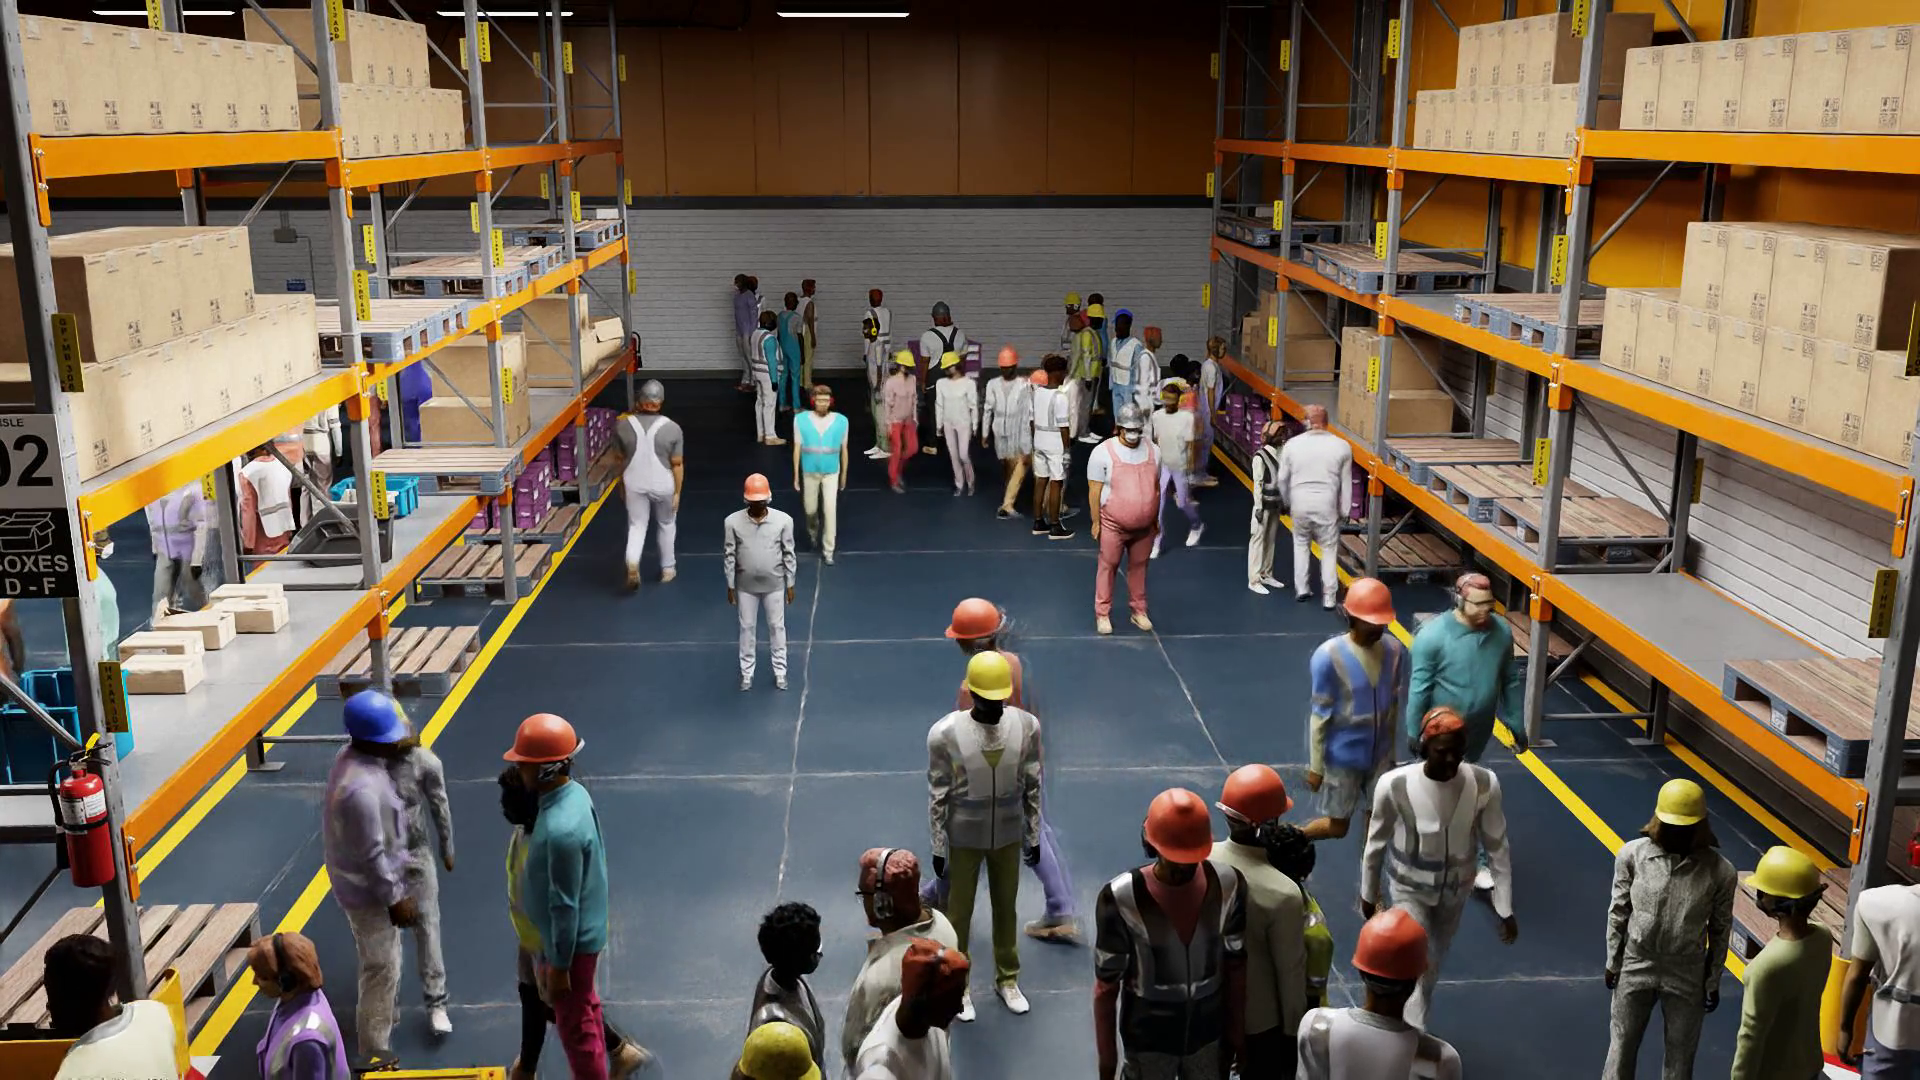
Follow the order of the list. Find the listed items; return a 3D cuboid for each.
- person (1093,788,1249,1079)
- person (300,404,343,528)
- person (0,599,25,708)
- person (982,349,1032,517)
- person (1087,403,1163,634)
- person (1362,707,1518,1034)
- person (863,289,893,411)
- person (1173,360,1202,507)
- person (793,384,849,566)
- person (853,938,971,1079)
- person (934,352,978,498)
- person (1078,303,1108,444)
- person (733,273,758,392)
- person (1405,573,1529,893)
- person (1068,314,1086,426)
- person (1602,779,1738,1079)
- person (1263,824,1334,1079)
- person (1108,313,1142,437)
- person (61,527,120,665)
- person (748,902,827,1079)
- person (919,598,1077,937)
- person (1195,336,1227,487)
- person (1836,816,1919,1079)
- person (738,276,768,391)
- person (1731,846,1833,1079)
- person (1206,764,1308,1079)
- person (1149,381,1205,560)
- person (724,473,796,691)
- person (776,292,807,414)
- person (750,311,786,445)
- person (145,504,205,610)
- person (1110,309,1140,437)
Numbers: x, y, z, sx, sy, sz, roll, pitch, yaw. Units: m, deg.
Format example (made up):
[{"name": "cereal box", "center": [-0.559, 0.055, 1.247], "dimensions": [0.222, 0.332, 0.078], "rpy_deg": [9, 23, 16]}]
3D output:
[{"name": "person", "center": [0.813, 1.887, 6.344], "dimensions": [0.611, 2.030, 0.409], "rpy_deg": [-4, 15, -14]}, {"name": "person", "center": [-6.917, -0.983, 17.835], "dimensions": [0.596, 1.912, 0.399], "rpy_deg": [-1, 14, -3]}, {"name": "person", "center": [-6.283, 0.880, 10.585], "dimensions": [0.608, 1.892, 0.790], "rpy_deg": [-8, 17, -30]}, {"name": "person", "center": [0.534, -1.234, 18.890], "dimensions": [0.560, 1.886, 0.966], "rpy_deg": [5, 15, 20]}, {"name": "person", "center": [1.472, -0.191, 14.469], "dimensions": [0.688, 2.000, 0.537], "rpy_deg": [-4, 15, -17]}, {"name": "person", "center": [2.192, 1.664, 7.586], "dimensions": [0.593, 1.839, 0.958], "rpy_deg": [-2, 14, -6]}, {"name": "person", "center": [-1.245, -2.903, 25.462], "dimensions": [0.371, 1.876, 0.569], "rpy_deg": [12, 18, 39]}, {"name": "person", "center": [2.636, -1.240, 19.268], "dimensions": [0.322, 1.699, 0.535], "rpy_deg": [0, 14, -1]}, {"name": "person", "center": [-1.406, -0.695, 16.882], "dimensions": [0.575, 1.820, 0.715], "rpy_deg": [-1, 14, -4]}, {"name": "person", "center": [-0.118, 2.172, 5.566], "dimensions": [0.792, 1.846, 0.596], "rpy_deg": [5, 15, 20]}, {"name": "person", "center": [-0.052, -1.356, 19.632], "dimensions": [0.521, 1.742, 0.401], "rpy_deg": [7, 16, 25]}, {"name": "person", "center": [1.838, -2.310, 23.011], "dimensions": [0.385, 1.925, 0.591], "rpy_deg": [4, 15, 15]}, {"name": "person", "center": [-3.508, -3.397, 27.260], "dimensions": [0.362, 1.936, 0.631], "rpy_deg": [-8, 16, -29]}, {"name": "person", "center": [3.011, 1.114, 9.684], "dimensions": [0.656, 1.857, 1.011], "rpy_deg": [-6, 15, -22]}, {"name": "person", "center": [1.708, -2.475, 24.267], "dimensions": [0.294, 1.625, 0.539], "rpy_deg": [0, 14, 2]}, {"name": "person", "center": [3.002, 1.838, 7.096], "dimensions": [0.487, 1.744, 0.296], "rpy_deg": [6, 16, 23]}, {"name": "person", "center": [1.322, 1.946, 6.778], "dimensions": [0.320, 1.694, 0.533], "rpy_deg": [-3, 15, -13]}, {"name": "person", "center": [2.171, -2.028, 21.925], "dimensions": [0.377, 1.917, 0.600], "rpy_deg": [-9, 17, -31]}, {"name": "person", "center": [-5.590, 0.798, 10.788], "dimensions": [0.352, 1.937, 0.635], "rpy_deg": [-9, 17, -31]}, {"name": "person", "center": [-0.646, 2.117, 6.109], "dimensions": [0.322, 1.690, 0.533], "rpy_deg": [0, 14, -1]}, {"name": "person", "center": [0.193, 1.238, 9.101], "dimensions": [1.088, 1.930, 0.646], "rpy_deg": [8, 17, 30]}, {"name": "person", "center": [3.061, -1.567, 20.289], "dimensions": [0.331, 1.838, 0.509], "rpy_deg": [1, 14, 6]}, {"name": "person", "center": [3.728, 1.952, 6.468], "dimensions": [0.563, 1.836, 0.385], "rpy_deg": [6, 15, 22]}, {"name": "person", "center": [-3.418, -3.391, 27.342], "dimensions": [0.576, 1.884, 0.354], "rpy_deg": [7, 16, 26]}, {"name": "person", "center": [3.109, 2.011, 6.388], "dimensions": [0.525, 1.760, 0.341], "rpy_deg": [-11, 18, -37]}, {"name": "person", "center": [1.122, 1.836, 6.603], "dimensions": [0.378, 1.995, 0.609], "rpy_deg": [-12, 19, -40]}, {"name": "person", "center": [2.224, -0.757, 17.136], "dimensions": [0.565, 1.832, 0.900], "rpy_deg": [9, 17, 32]}, {"name": "person", "center": [-1.564, 0.329, 13.020], "dimensions": [0.566, 1.744, 0.350], "rpy_deg": [-1, 14, -3]}, {"name": "person", "center": [-2.569, -2.840, 25.287], "dimensions": [0.503, 1.837, 0.350], "rpy_deg": [9, 17, 32]}, {"name": "person", "center": [-2.639, -2.236, 22.897], "dimensions": [0.429, 1.839, 0.634], "rpy_deg": [-7, 16, -27]}, {"name": "person", "center": [-6.783, -0.154, 14.588], "dimensions": [0.636, 1.910, 0.406], "rpy_deg": [-7, 16, -25]}, {"name": "person", "center": [2.179, -2.100, 22.147], "dimensions": [0.391, 1.948, 0.605], "rpy_deg": [-7, 16, -25]}]
